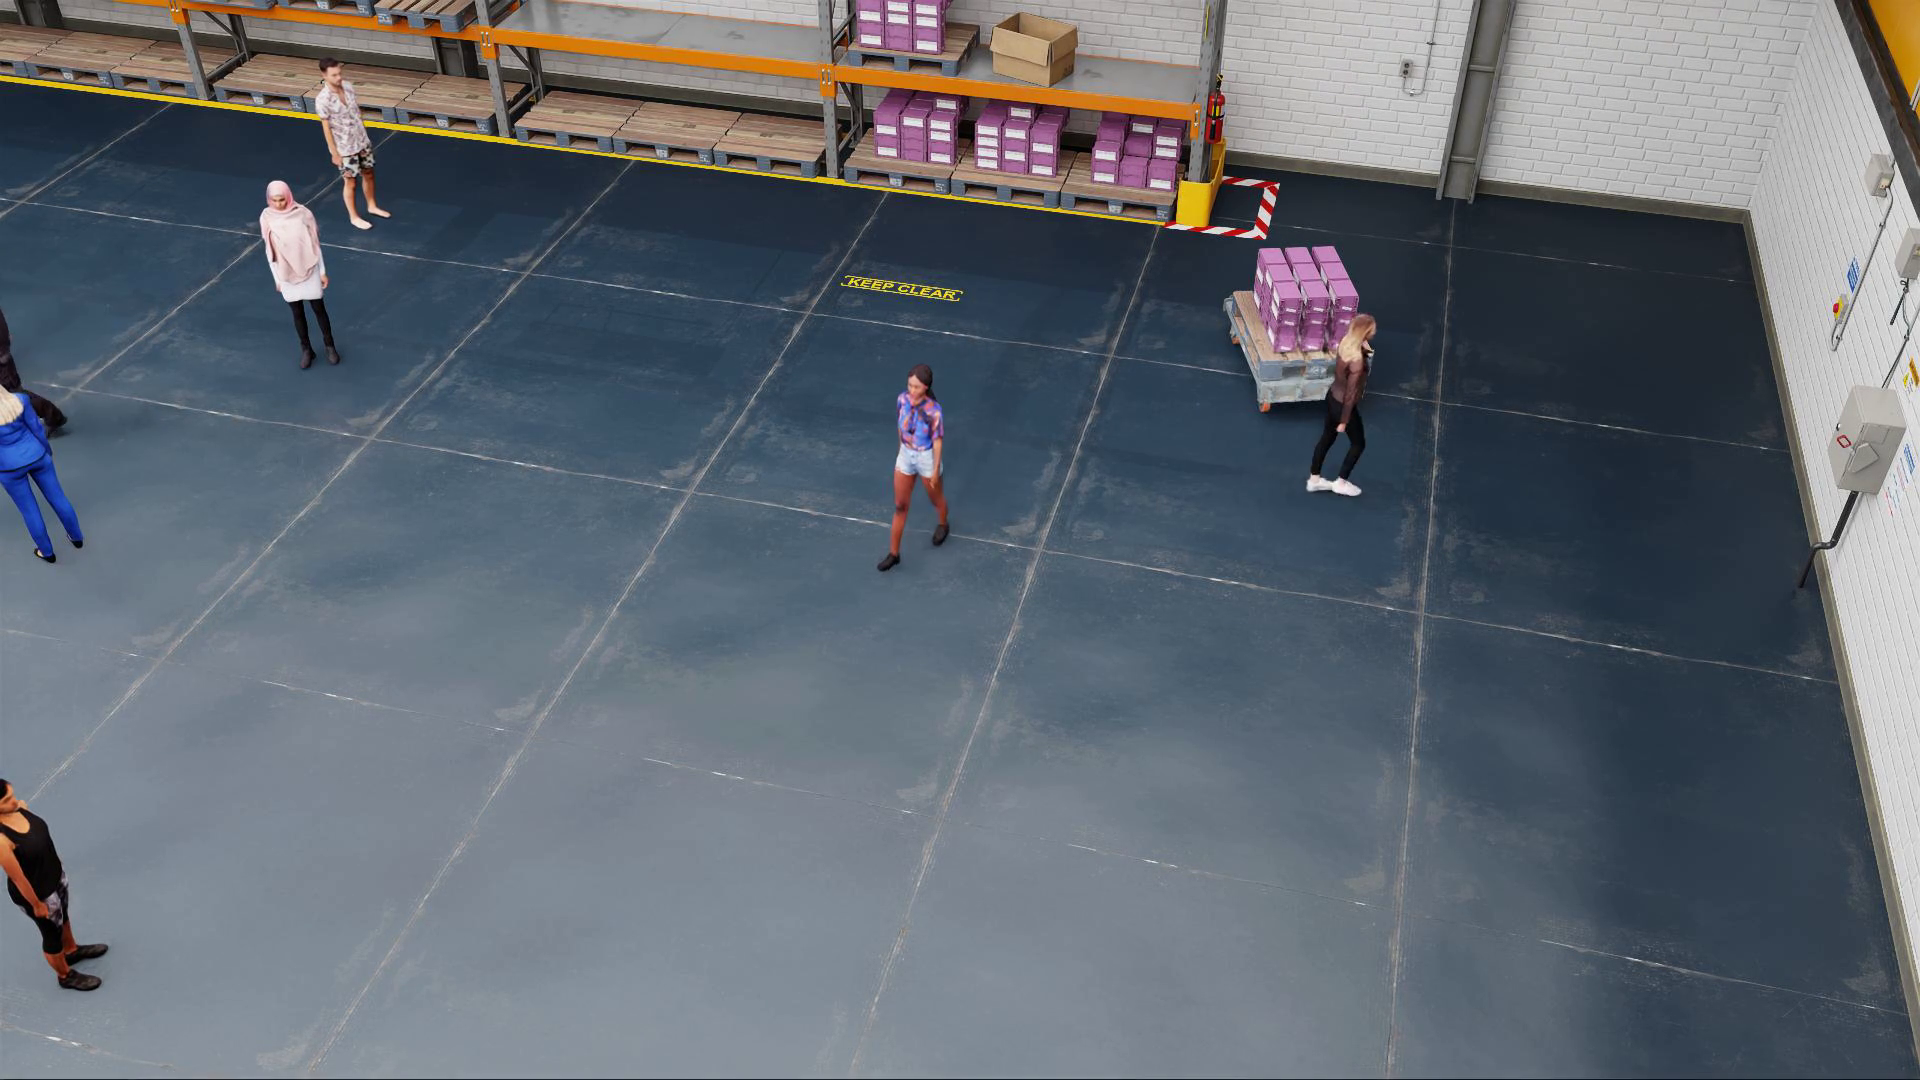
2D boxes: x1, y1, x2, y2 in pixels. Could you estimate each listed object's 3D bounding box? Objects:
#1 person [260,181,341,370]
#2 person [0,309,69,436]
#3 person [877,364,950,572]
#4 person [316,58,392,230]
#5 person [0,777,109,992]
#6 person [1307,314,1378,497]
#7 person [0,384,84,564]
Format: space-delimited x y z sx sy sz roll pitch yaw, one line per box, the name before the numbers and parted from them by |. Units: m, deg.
person | -5.959 -2.402 14.993 0.700 1.804 0.795 -10 40 -12
person | -8.088 -1.656 14.037 1.003 1.831 0.907 -9 39 -11
person | -0.250 -0.614 12.837 1.060 1.701 0.865 21 43 24
person | -6.313 -4.104 17.122 0.645 1.807 0.726 18 42 21
person | -5.356 1.963 9.638 0.658 1.665 0.660 -8 39 -10
person | 3.009 -1.070 13.419 0.781 1.687 0.728 -6 39 -8
person | -7.202 -0.580 12.796 0.699 1.699 0.698 30 48 32
